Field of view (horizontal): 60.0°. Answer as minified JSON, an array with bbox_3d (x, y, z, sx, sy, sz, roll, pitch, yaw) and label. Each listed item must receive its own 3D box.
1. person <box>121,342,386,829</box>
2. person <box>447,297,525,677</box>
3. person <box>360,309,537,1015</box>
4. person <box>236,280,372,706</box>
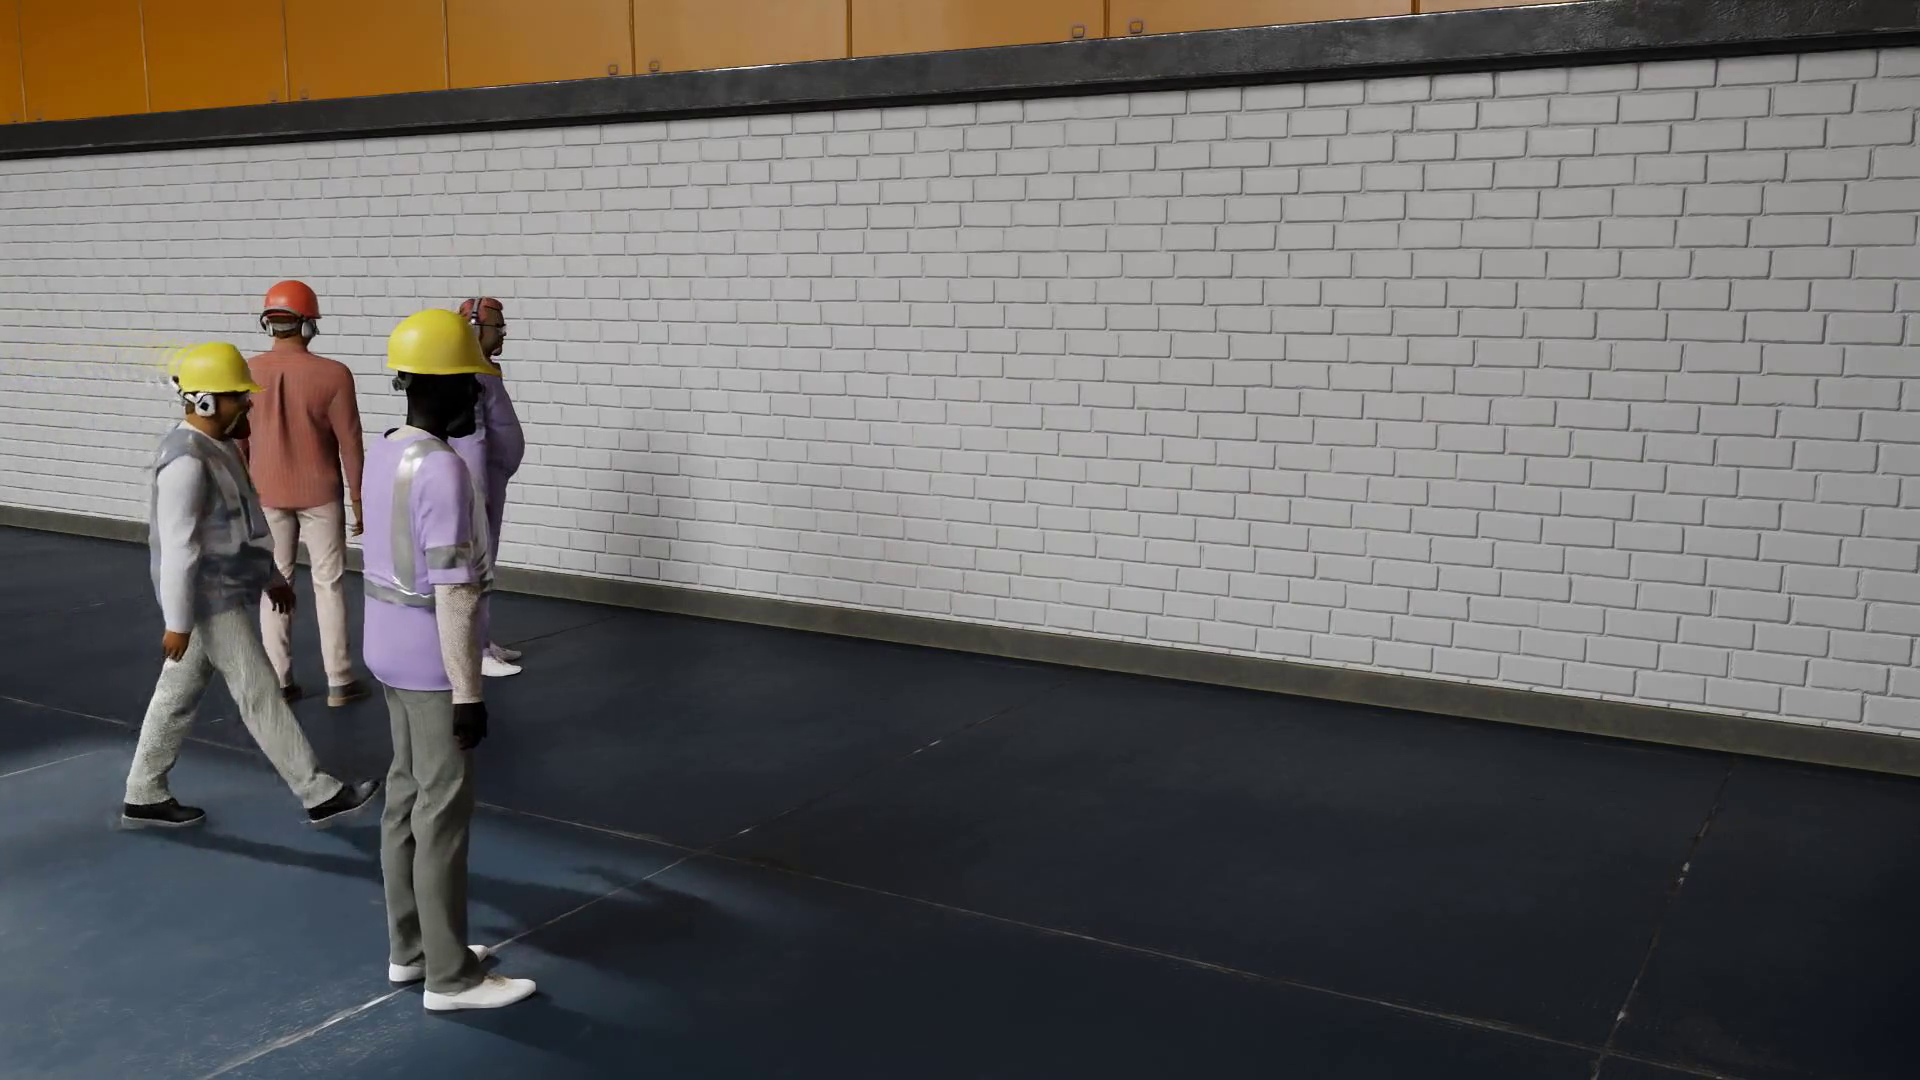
[{"bbox_3d":[-2.628,0.183,5.997,0.946,1.778,0.608,-3,9,-16],"label":"person"},{"bbox_3d":[-2.407,-0.271,8.439,0.402,1.904,0.652,-2,9,-13],"label":"person"},{"bbox_3d":[-1.439,0.332,4.604,0.388,1.927,0.589,-7,11,-35],"label":"person"},{"bbox_3d":[-3.079,-0.210,7.781,0.622,1.990,0.402,0,9,-1],"label":"person"}]
